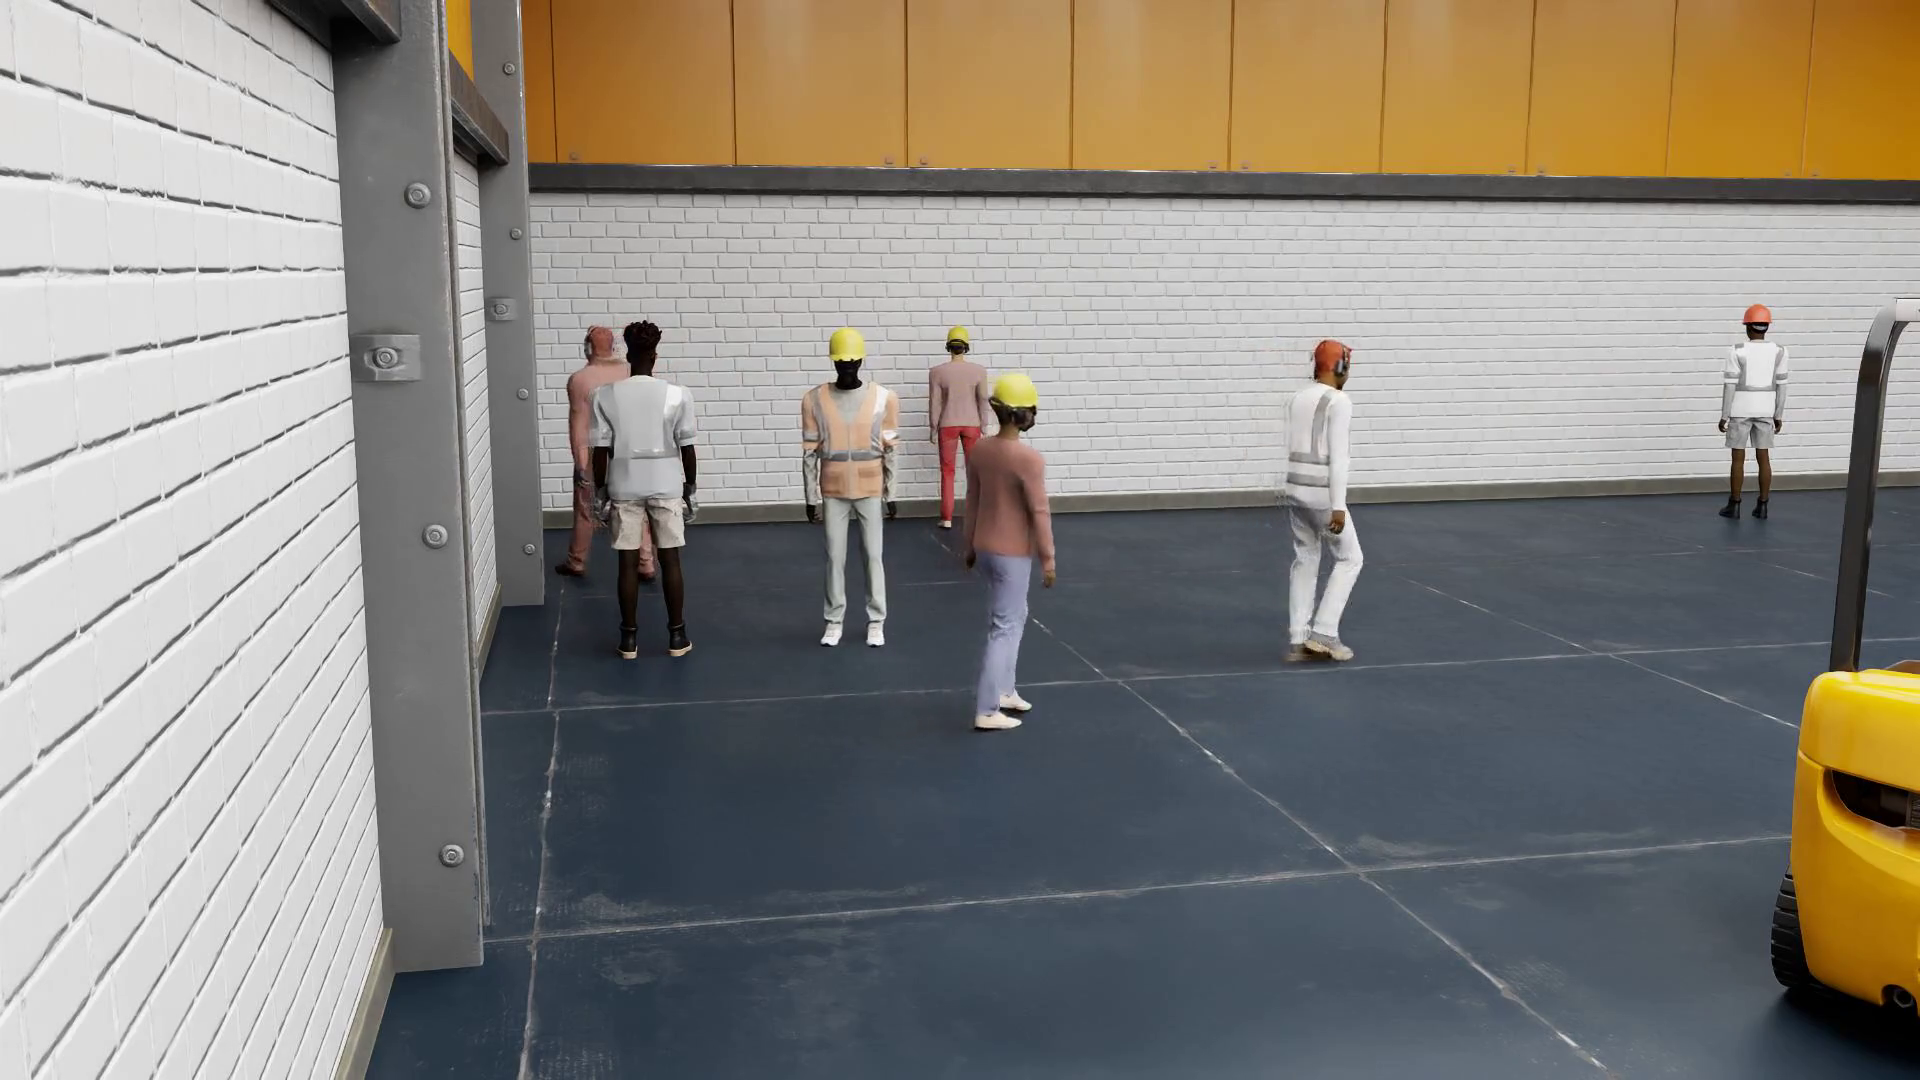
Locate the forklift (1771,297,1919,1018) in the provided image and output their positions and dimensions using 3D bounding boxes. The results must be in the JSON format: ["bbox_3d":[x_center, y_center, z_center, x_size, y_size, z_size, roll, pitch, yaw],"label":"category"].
[{"bbox_3d":[3.542,0.334,5.177,2.313,2.155,1.214,-9,13,-43],"label":"forklift"}]

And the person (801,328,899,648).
[{"bbox_3d":[-0.653,-0.301,9.907,0.581,1.918,0.416,0,9,0],"label":"person"}]

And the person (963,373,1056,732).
[{"bbox_3d":[0.283,0.061,8.171,0.599,1.748,0.553,-7,11,-35],"label":"person"}]

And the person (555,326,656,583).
[{"bbox_3d":[-2.560,-0.615,12.004,0.658,1.856,0.972,-8,12,-41],"label":"person"}]

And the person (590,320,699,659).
[{"bbox_3d":[-1.829,-0.290,9.668,0.614,1.963,0.362,-2,9,-10],"label":"person"}]

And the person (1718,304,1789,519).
[{"bbox_3d":[7.150,-1.156,15.040,0.553,1.933,0.369,1,9,5],"label":"person"}]

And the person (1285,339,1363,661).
[{"bbox_3d":[2.089,-0.217,9.569,0.489,1.851,0.663,-3,10,-20],"label":"person"}]

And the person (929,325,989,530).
[{"bbox_3d":[-0.013,-0.967,14.407,0.523,1.769,0.316,-1,9,-4],"label":"person"}]
